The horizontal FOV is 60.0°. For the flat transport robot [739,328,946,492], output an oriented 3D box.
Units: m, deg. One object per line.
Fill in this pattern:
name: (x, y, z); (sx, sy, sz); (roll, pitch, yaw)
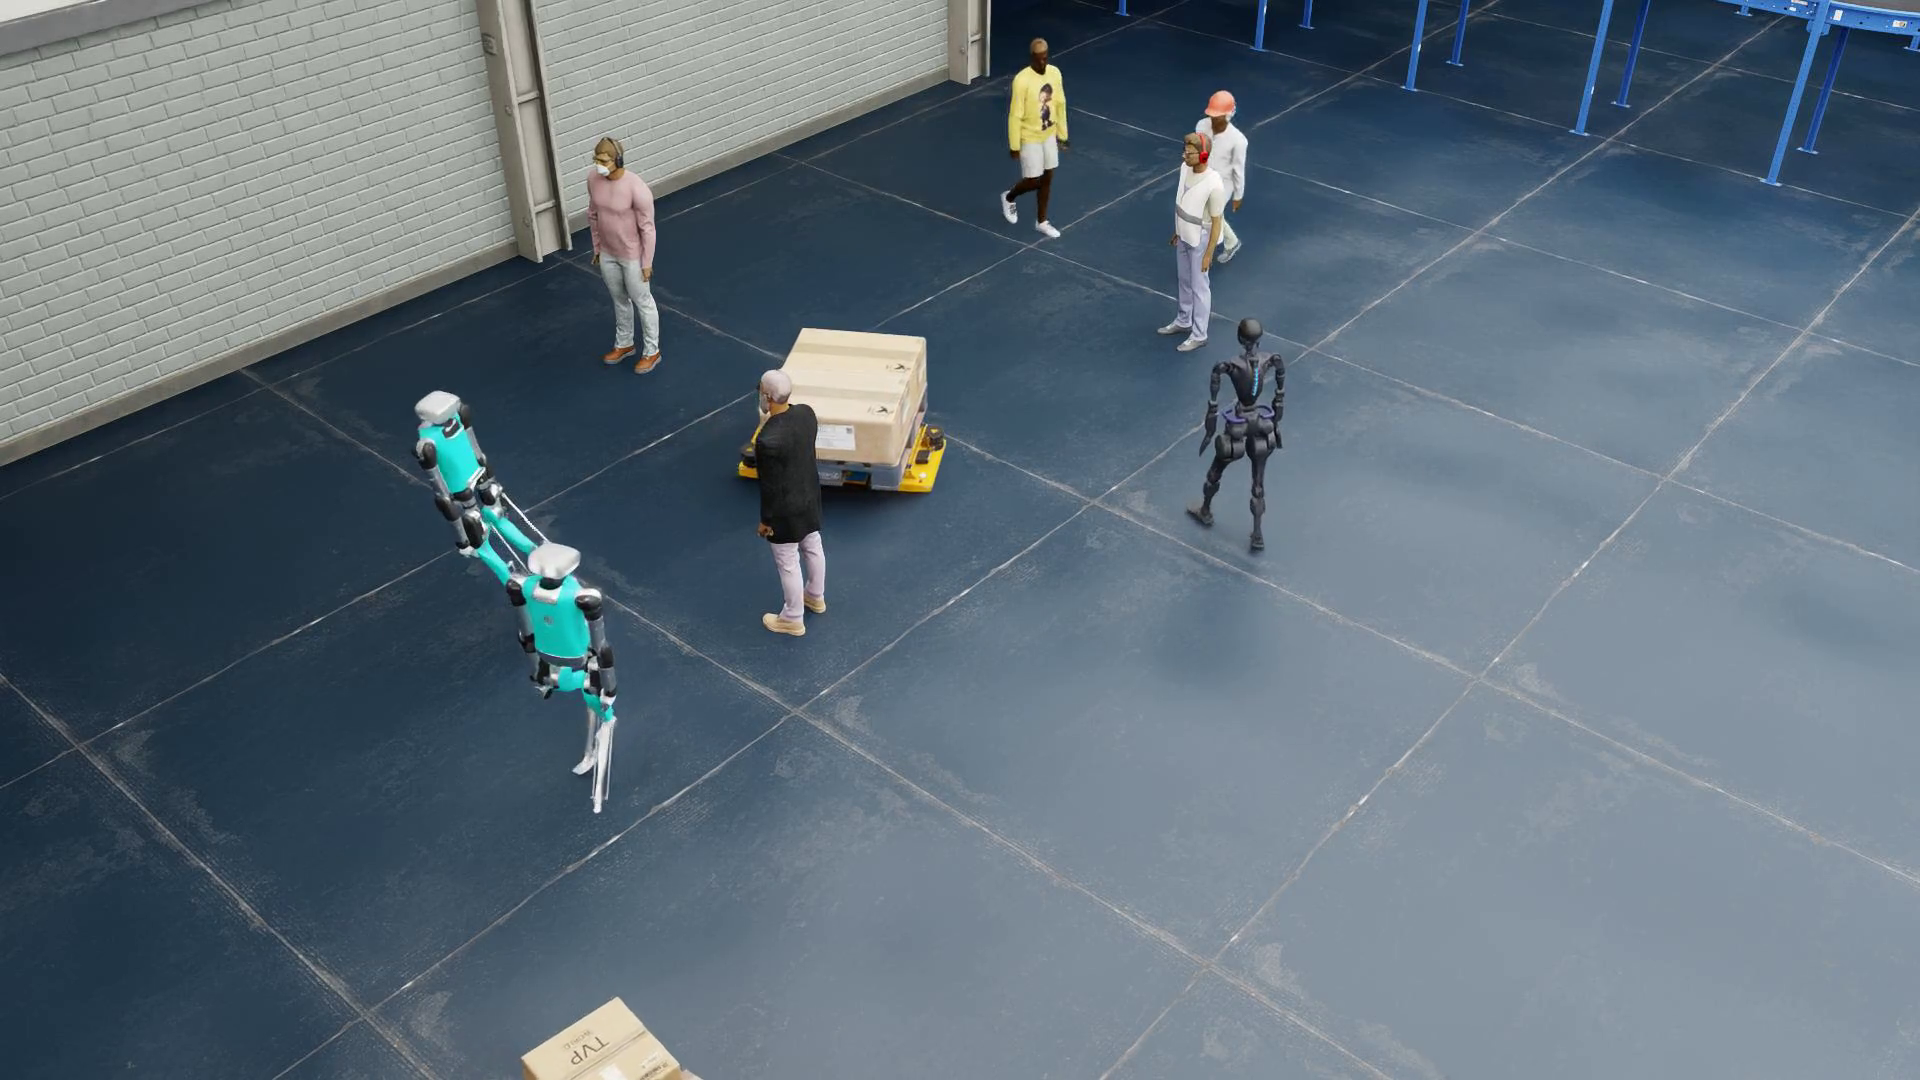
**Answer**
flat transport robot: (-0.861, -0.656, 12.308); (1.431, 0.231, 0.659); (5, 36, 8)

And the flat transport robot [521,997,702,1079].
flat transport robot: (-1.548, 2.945, 7.252); (1.431, 0.231, 0.659); (21, 41, 27)

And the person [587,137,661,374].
person: (-2.652, -2.247, 13.105); (0.629, 1.939, 0.373); (19, 40, 25)

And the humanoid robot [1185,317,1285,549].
humanoid robot: (1.916, -0.741, 11.234); (0.587, 1.630, 0.625); (-9, 36, -13)

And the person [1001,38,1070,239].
person: (0.676, -3.676, 15.159); (0.593, 1.877, 0.530); (-26, 43, -32)

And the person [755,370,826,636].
person: (-1.059, -0.228, 10.340); (0.412, 1.856, 0.532); (19, 40, 25)

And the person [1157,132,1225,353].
person: (1.906, -2.410, 13.413); (0.373, 1.843, 0.568); (-13, 38, -18)

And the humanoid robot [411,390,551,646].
humanoid robot: (-2.834, -0.064, 10.280); (0.792, 1.841, 0.546); (9, 36, 12)

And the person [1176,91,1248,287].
person: (2.244, -3.117, 14.513); (0.846, 1.712, 0.558); (-22, 41, -28)

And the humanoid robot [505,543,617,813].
humanoid robot: (-2.050, 0.670, 9.187); (0.546, 1.788, 0.760); (9, 36, 13)
